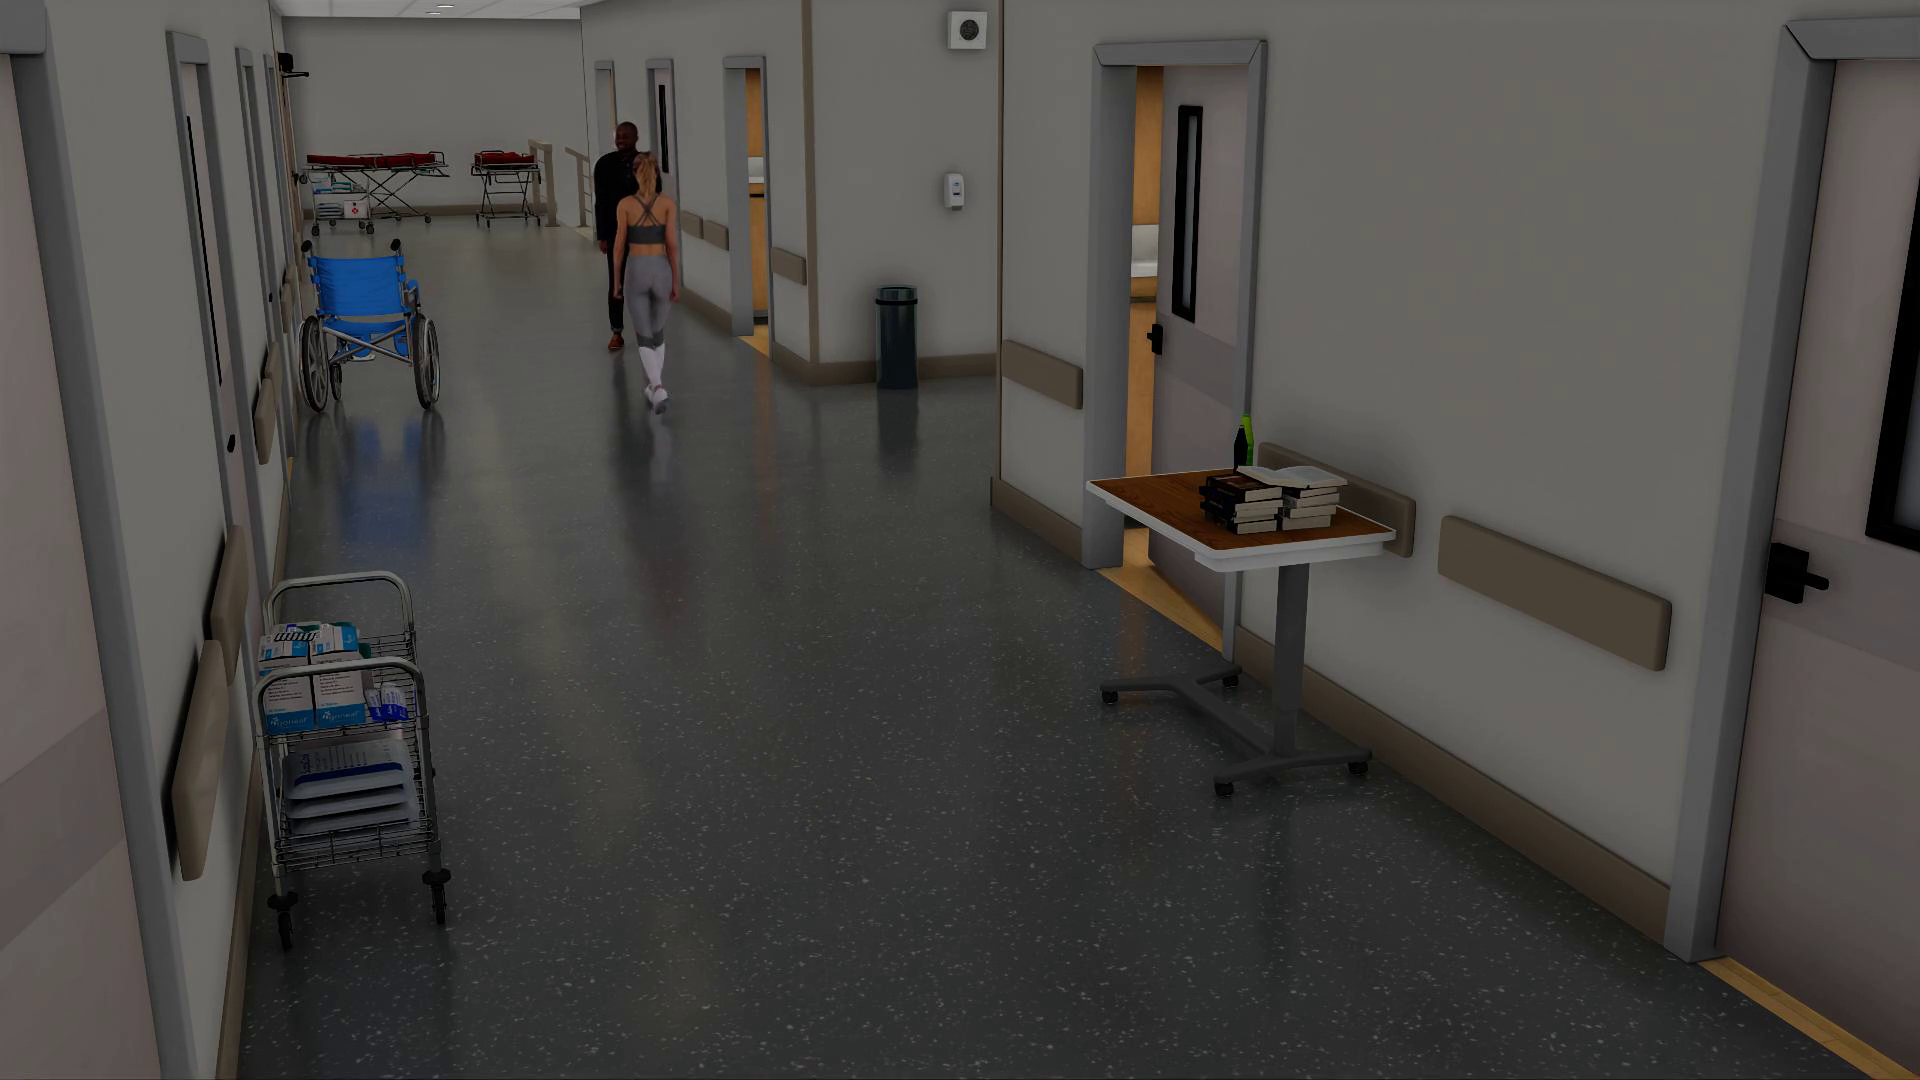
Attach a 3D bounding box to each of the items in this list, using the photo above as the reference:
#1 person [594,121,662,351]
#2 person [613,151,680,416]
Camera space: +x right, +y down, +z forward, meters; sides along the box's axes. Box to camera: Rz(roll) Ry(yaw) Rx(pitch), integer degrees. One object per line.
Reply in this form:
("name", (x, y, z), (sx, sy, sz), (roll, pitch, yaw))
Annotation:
("person", (-2.672, -2.465, 13.482), (0.724, 1.818, 0.655), (-3, 16, -10))
("person", (-2.020, -1.637, 10.820), (0.569, 1.669, 1.089), (-6, 17, -20))
